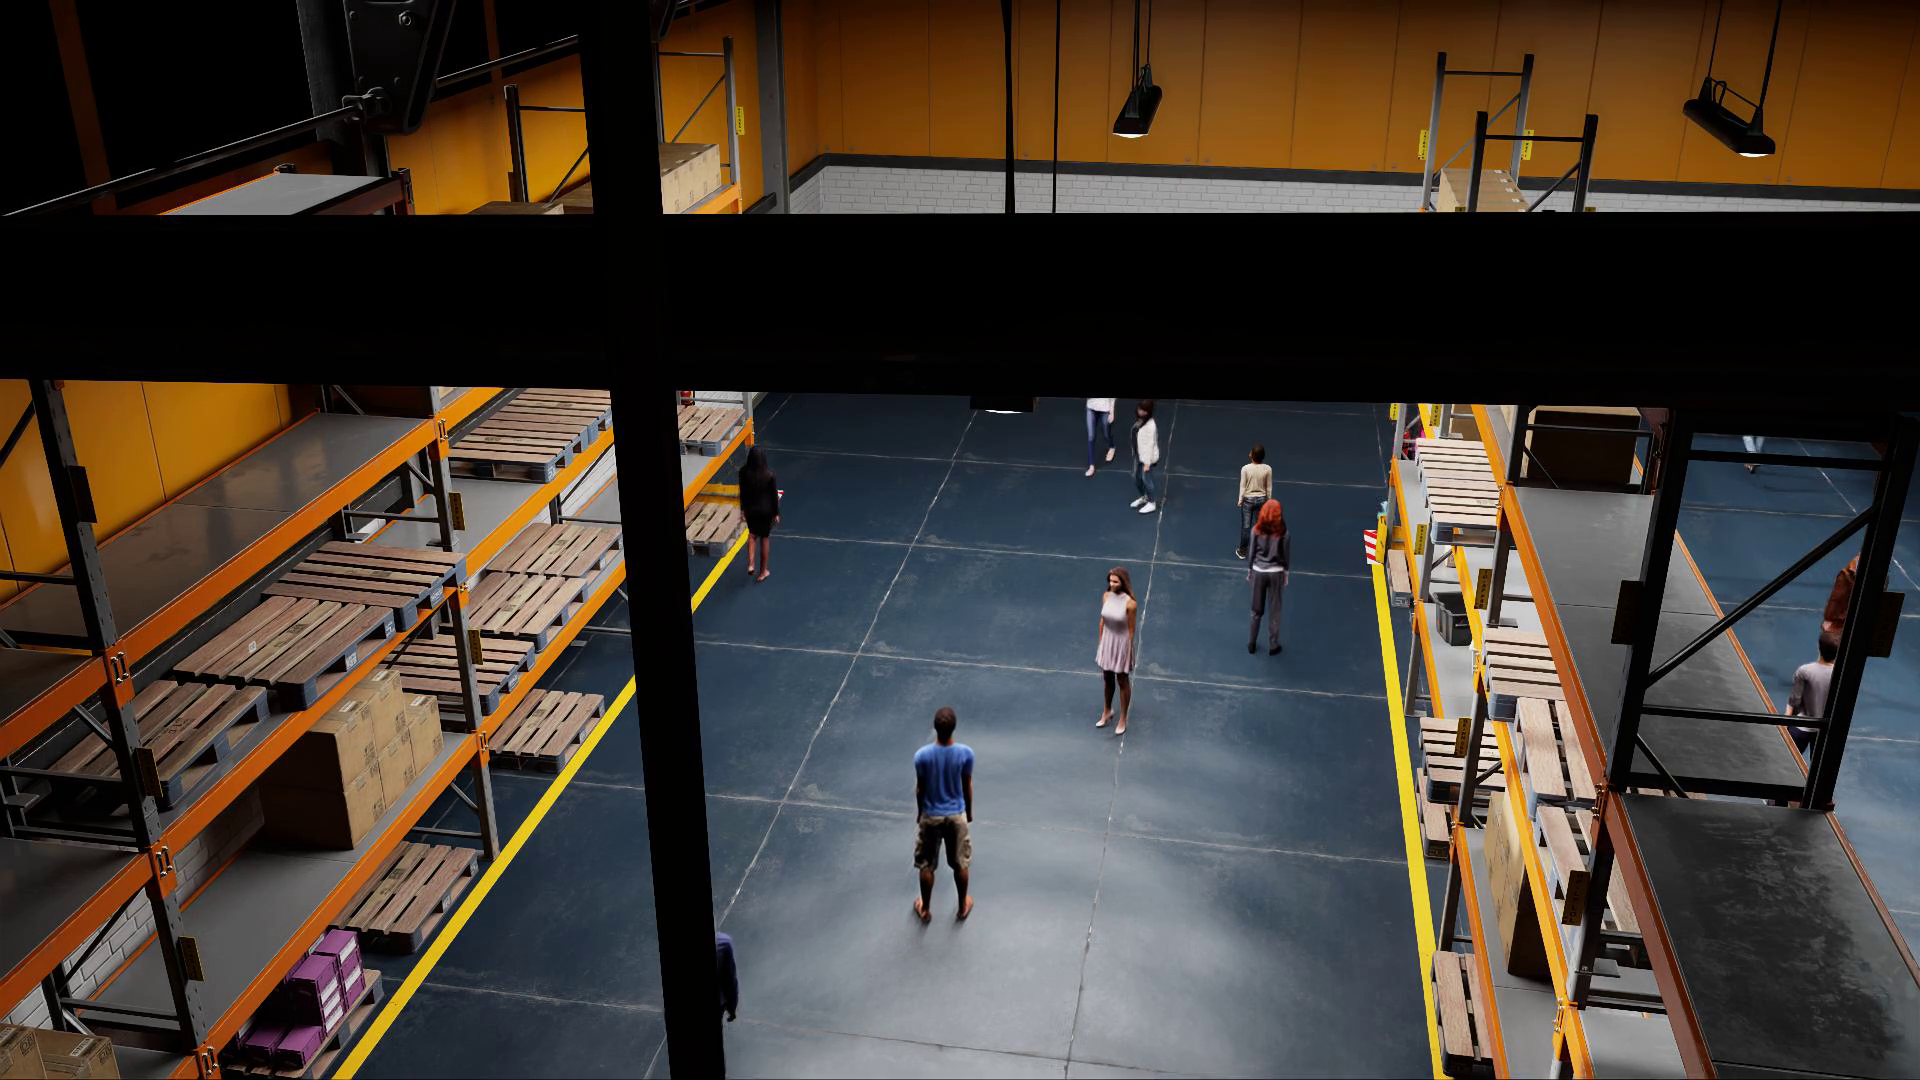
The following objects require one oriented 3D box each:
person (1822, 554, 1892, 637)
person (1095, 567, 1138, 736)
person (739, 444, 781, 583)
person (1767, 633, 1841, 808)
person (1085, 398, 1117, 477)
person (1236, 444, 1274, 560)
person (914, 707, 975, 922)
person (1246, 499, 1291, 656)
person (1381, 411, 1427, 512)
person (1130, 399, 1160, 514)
[{"bbox_3d":[8.926,0.831,16.770,0.815,1.813,0.867,-3,24,-7],"label":"person"},{"bbox_3d":[1.538,1.068,16.284,0.670,1.770,0.712,18,29,36],"label":"person"},{"bbox_3d":[-2.381,-0.286,19.452,0.652,1.713,0.669,6,24,13],"label":"person"},{"bbox_3d":[7.609,1.661,14.833,0.653,1.844,0.525,4,24,10],"label":"person"},{"bbox_3d":[1.962,-1.778,22.867,0.779,1.710,1.168,11,26,23],"label":"person"},{"bbox_3d":[3.574,-0.468,20.177,0.585,1.464,0.545,0,24,1],"label":"person"},{"bbox_3d":[-0.126,2.232,13.516,0.737,1.853,0.712,-3,24,-7],"label":"person"},{"bbox_3d":[3.292,0.393,17.815,0.614,1.779,0.524,7,25,16],"label":"person"},{"bbox_3d":[5.843,-1.052,21.236,0.904,1.688,1.128,-4,24,-9],"label":"person"},{"bbox_3d":[2.424,-1.106,21.463,0.829,1.604,0.752,-6,24,-14],"label":"person"}]
